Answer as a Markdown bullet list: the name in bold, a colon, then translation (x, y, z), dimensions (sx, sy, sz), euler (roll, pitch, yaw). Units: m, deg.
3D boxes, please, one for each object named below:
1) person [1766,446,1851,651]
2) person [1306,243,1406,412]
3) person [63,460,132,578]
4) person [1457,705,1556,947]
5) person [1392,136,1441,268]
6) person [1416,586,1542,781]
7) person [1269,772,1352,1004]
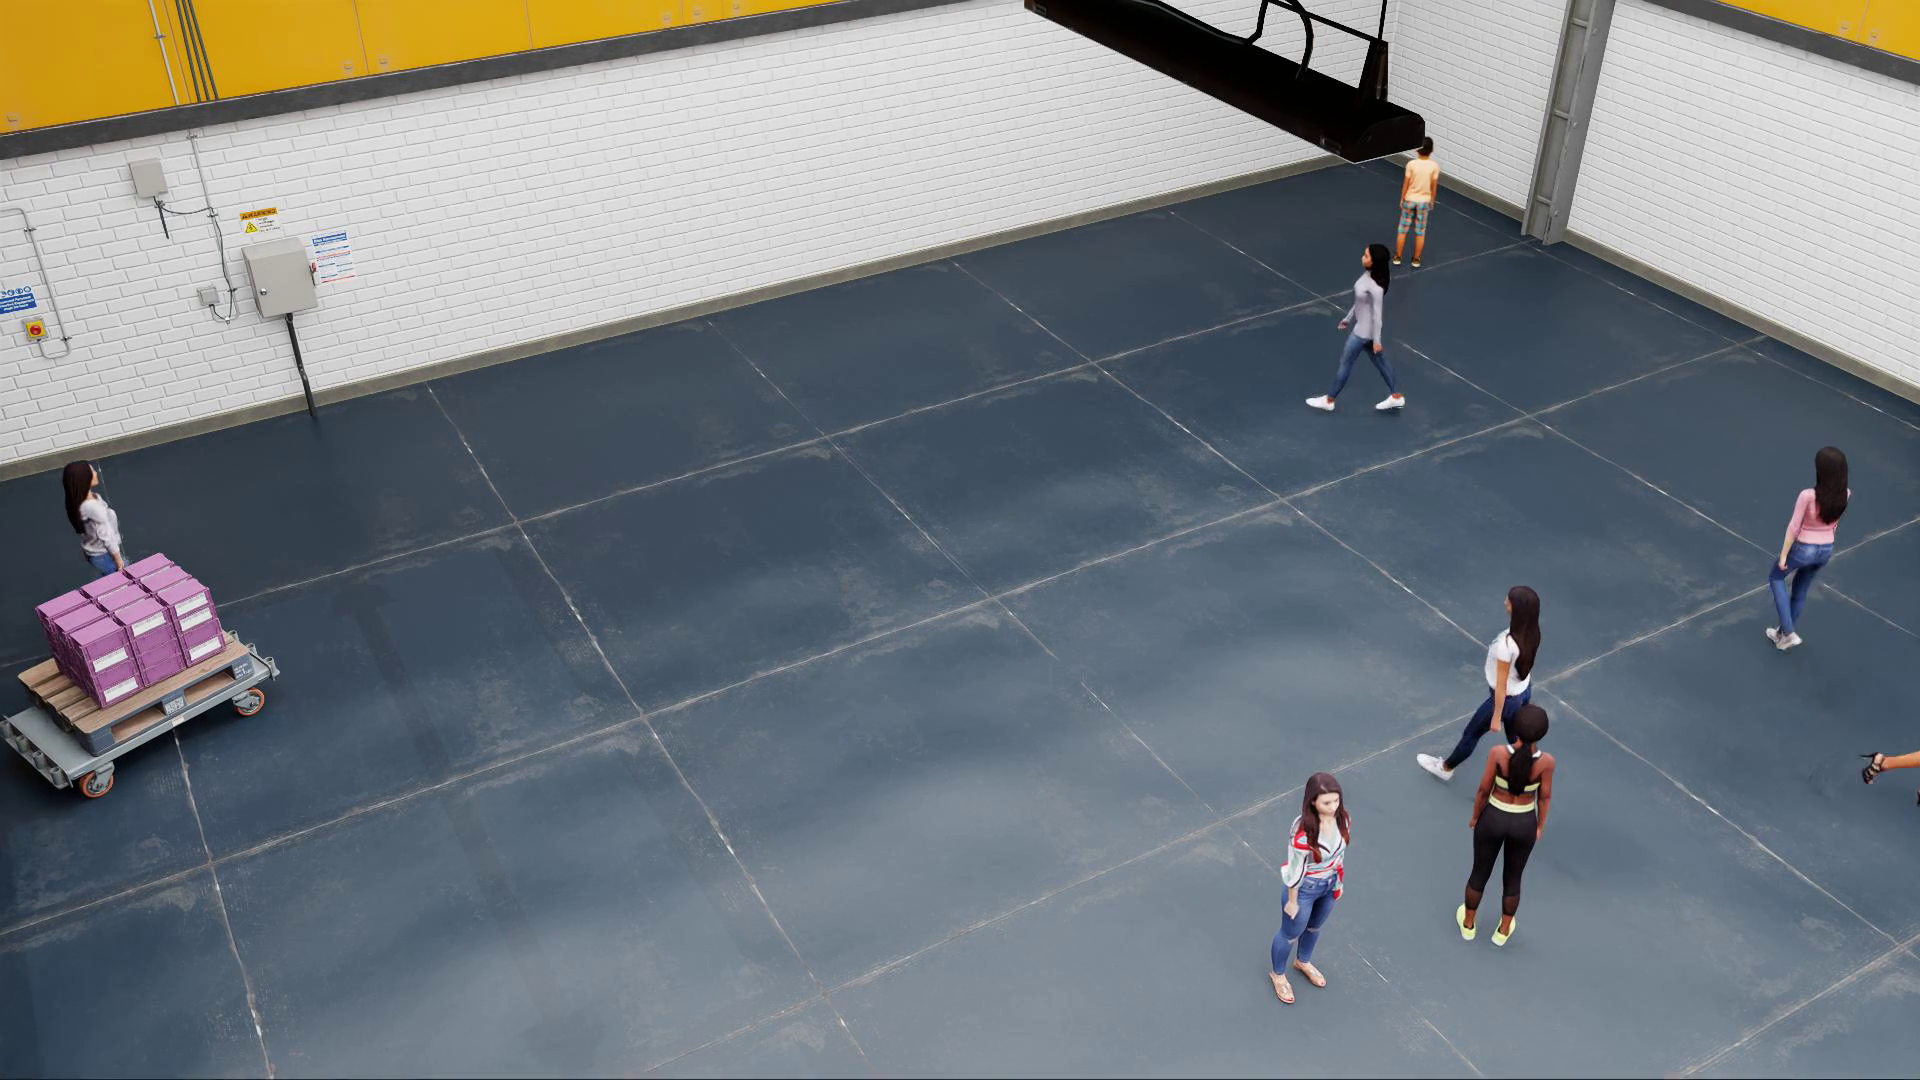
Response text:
- **person**: translation (6.321, 0.133, 12.333), dimensions (0.758, 1.731, 0.835), euler (-2, 34, -2)
- **person**: translation (3.890, -1.928, 15.472), dimensions (1.153, 1.690, 1.140), euler (6, 34, 9)
- **person**: translation (-6.429, 0.166, 12.383), dimensions (0.794, 1.621, 0.816), euler (25, 41, 33)
- **person**: translation (3.265, 1.711, 9.939), dimensions (0.633, 1.753, 0.697), euler (9, 35, 13)
- **person**: translation (5.056, -3.741, 18.409), dimensions (0.592, 1.457, 0.643), euler (6, 34, 9)
- **person**: translation (3.658, 1.101, 10.868), dimensions (0.799, 1.742, 1.072), euler (-28, 43, -35)
- **person**: translation (2.032, 1.993, 9.641), dimensions (0.587, 1.614, 0.496), euler (-18, 38, -25)
